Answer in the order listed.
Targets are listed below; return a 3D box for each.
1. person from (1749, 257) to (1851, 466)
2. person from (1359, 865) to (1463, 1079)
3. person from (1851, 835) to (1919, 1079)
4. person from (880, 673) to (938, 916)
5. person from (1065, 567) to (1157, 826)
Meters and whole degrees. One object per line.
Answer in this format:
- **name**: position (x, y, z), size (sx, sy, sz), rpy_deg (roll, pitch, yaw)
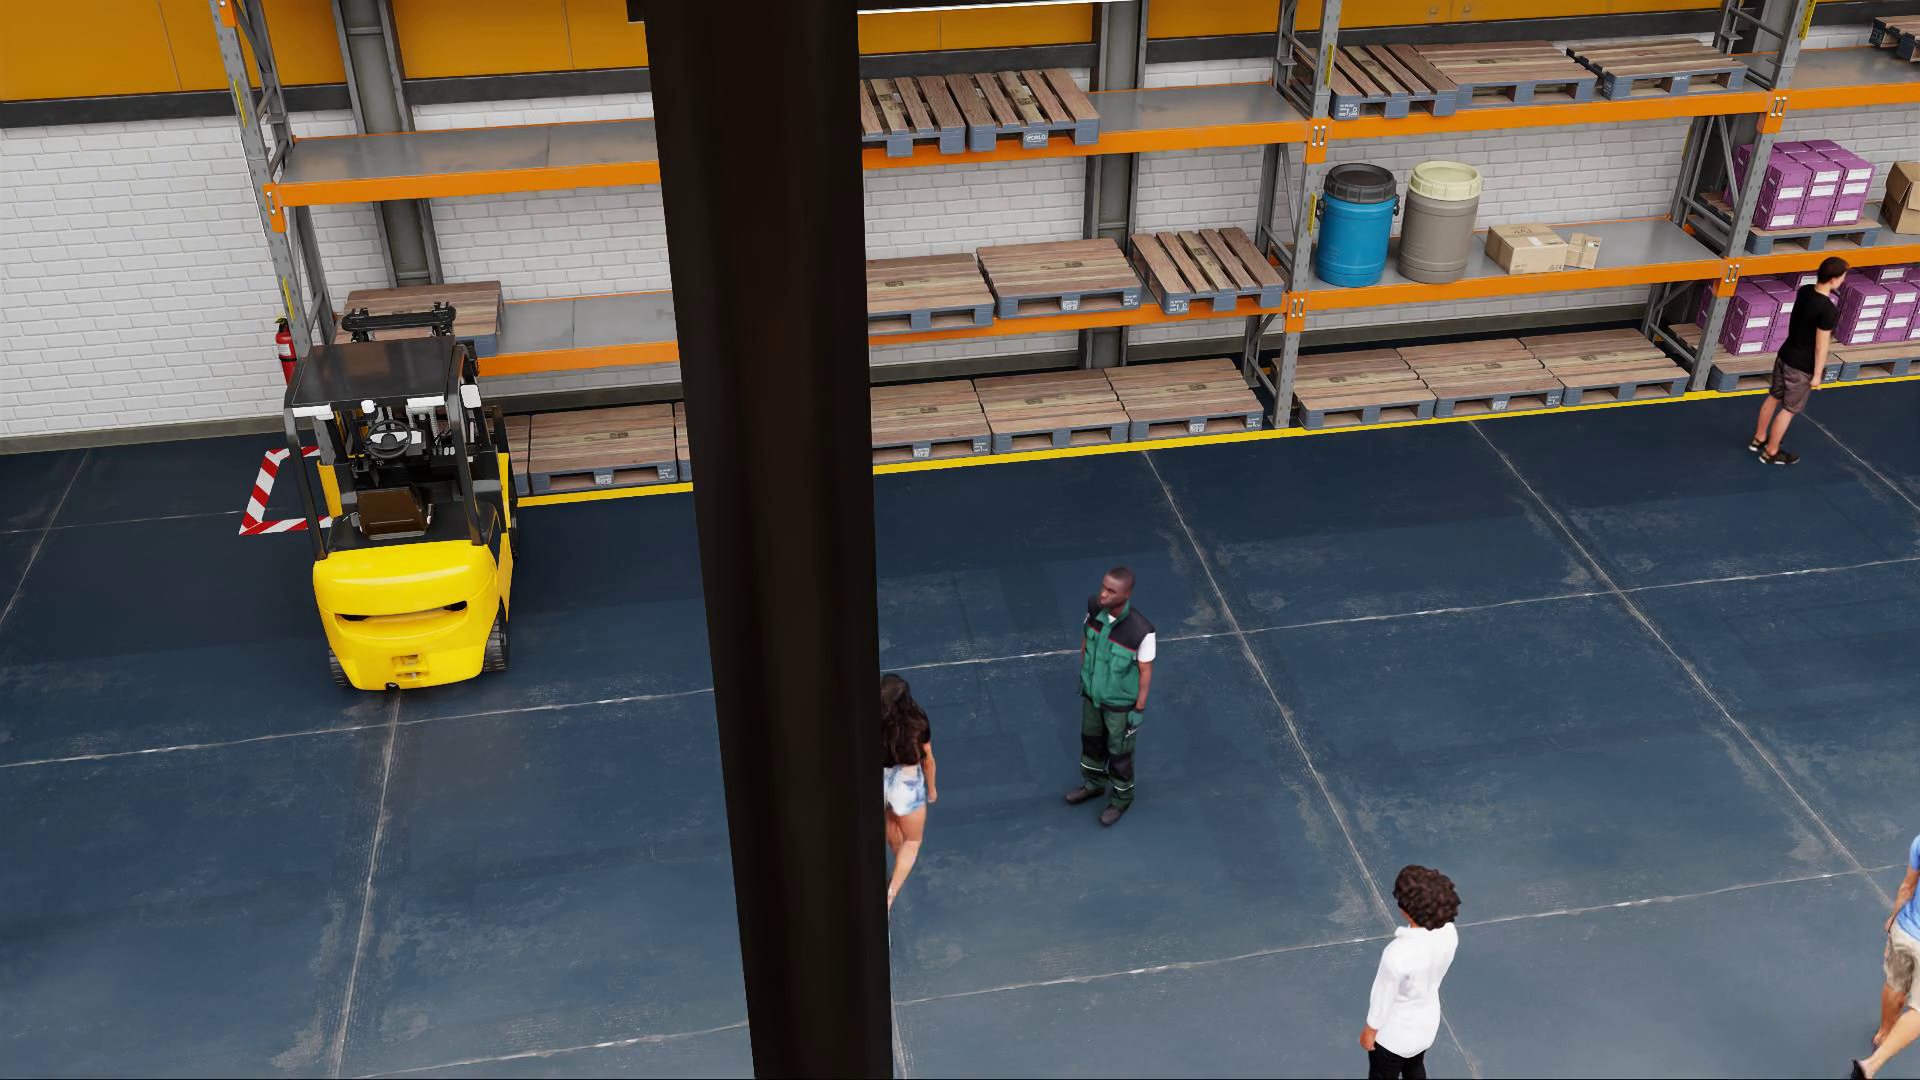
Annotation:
- **person**: position (6.945, -1.499, 13.797), size (0.595, 1.857, 0.678), rpy_deg (-3, 34, -5)
- **person**: position (2.179, 2.313, 8.108), size (0.648, 1.805, 0.767), rpy_deg (-23, 40, -31)
- **person**: position (4.897, 2.064, 8.449), size (1.135, 1.844, 0.915), rpy_deg (-22, 39, -29)
- **person**: position (-0.364, 1.495, 9.518), size (0.952, 1.608, 0.912), rpy_deg (12, 35, 17)
- **person**: position (0.934, 0.928, 10.161), size (0.809, 1.840, 0.786), rpy_deg (-29, 43, -36)
